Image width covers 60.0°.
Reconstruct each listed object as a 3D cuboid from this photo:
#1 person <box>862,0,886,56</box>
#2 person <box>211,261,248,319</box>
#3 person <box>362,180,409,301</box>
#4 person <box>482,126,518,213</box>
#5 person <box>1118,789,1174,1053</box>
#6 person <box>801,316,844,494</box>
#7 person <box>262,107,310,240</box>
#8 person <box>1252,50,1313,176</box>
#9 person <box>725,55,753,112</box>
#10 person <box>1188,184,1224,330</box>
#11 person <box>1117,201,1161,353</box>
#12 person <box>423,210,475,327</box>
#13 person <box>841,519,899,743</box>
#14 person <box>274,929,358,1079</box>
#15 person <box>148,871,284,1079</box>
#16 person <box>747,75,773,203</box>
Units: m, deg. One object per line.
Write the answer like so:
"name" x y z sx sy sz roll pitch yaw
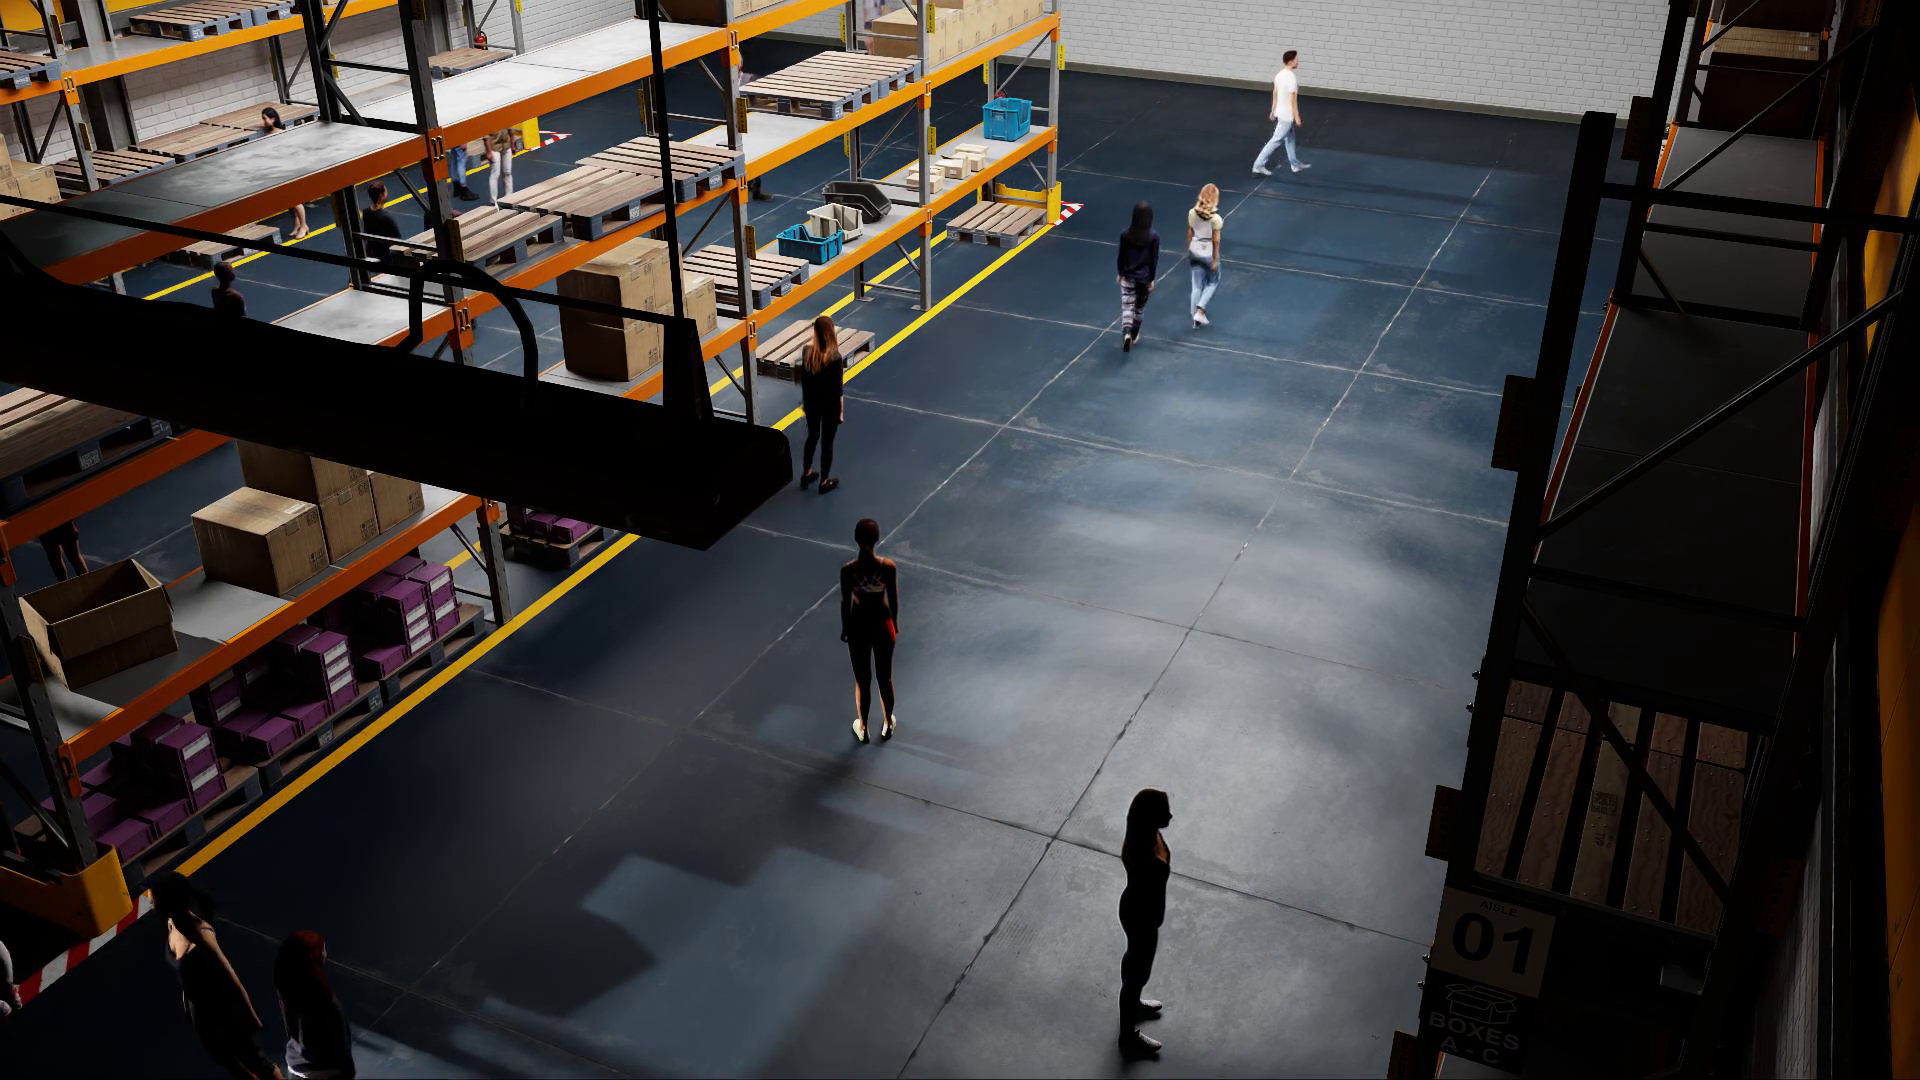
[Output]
"person" -1.566 -9.590 30.921 0.794 1.659 1.213 5 29 9
"person" -7.348 -1.920 16.763 0.613 1.752 1.065 11 30 19
"person" -6.585 -3.115 18.900 0.763 1.803 1.222 18 33 29
"person" -6.464 -5.498 23.255 0.819 1.816 0.594 20 34 32
"person" 1.033 2.109 9.409 0.706 1.722 0.555 4 29 7
"person" -1.324 -1.257 15.604 0.608 1.699 0.584 14 32 24
"person" -9.018 -4.896 22.204 0.722 1.766 0.738 25 37 38
"person" 4.741 -6.292 24.705 1.158 1.821 1.232 -4 29 -8
"person" -3.222 -6.318 24.759 0.827 1.815 1.139 8 30 14
"person" 2.773 -3.247 19.235 0.676 1.715 0.703 19 34 31
"person" 1.979 -2.919 18.633 0.758 1.714 1.017 5 29 9
"person" -5.791 -3.149 18.930 0.858 1.835 1.200 4 29 8
"person" -0.643 0.656 12.000 0.682 1.791 0.723 -5 29 -9
"person" -3.206 2.698 8.292 0.592 1.757 0.652 14 32 24
"person" -3.837 2.464 8.780 0.806 1.701 0.624 12 31 21
"person" -2.976 -5.677 23.612 0.894 1.789 0.825 -7 29 -13
